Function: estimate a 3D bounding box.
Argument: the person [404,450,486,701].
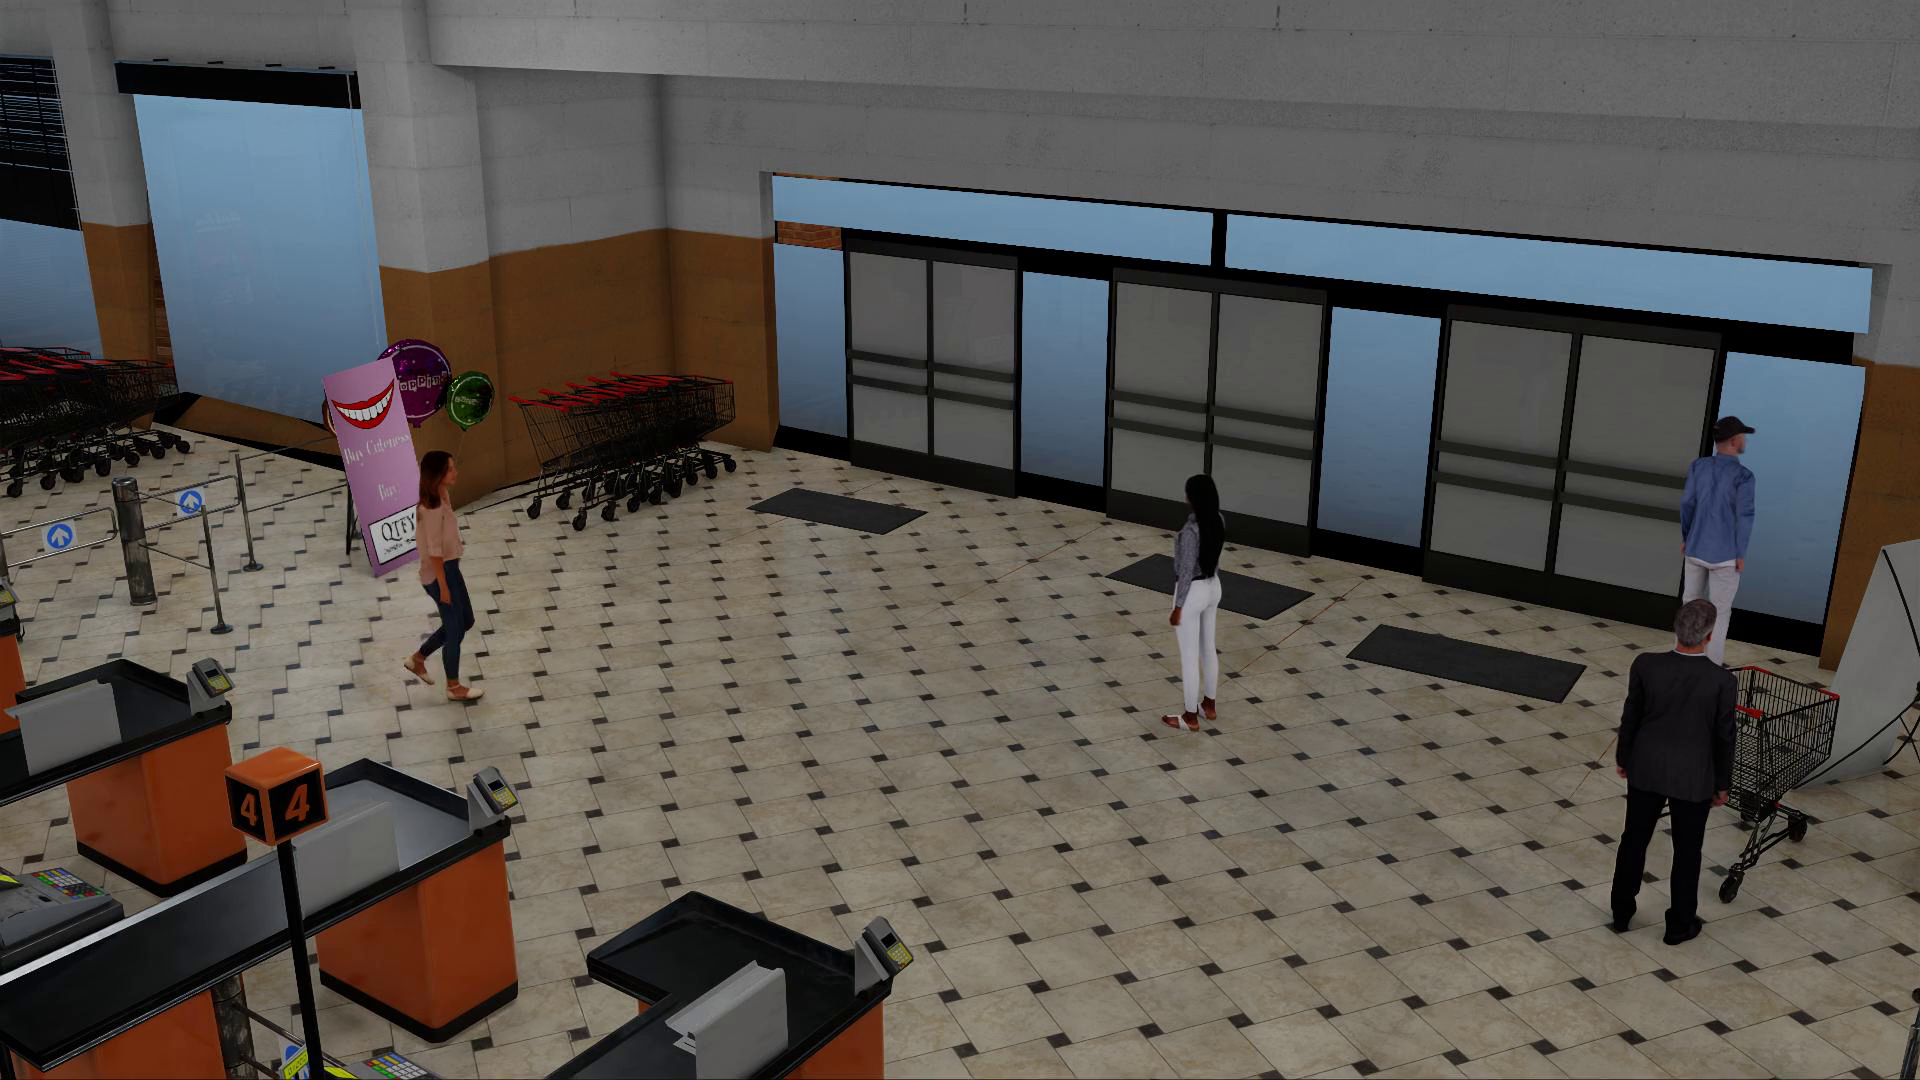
[{"bbox_3d":[-3.558,0.258,11.150,0.901,1.777,0.850,-2,19,-5],"label":"person"}]

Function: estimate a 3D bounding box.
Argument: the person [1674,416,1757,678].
[{"bbox_3d":[5.243,0.063,11.559,0.703,1.886,0.728,-12,22,-31],"label":"person"}]

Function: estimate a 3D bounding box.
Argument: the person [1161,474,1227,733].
[{"bbox_3d":[1.546,0.397,10.821,0.679,1.724,0.499,17,25,41],"label":"person"}]

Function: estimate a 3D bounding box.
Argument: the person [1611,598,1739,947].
[{"bbox_3d":[3.595,1.156,8.386,0.709,1.841,0.565,13,22,33],"label":"person"}]
